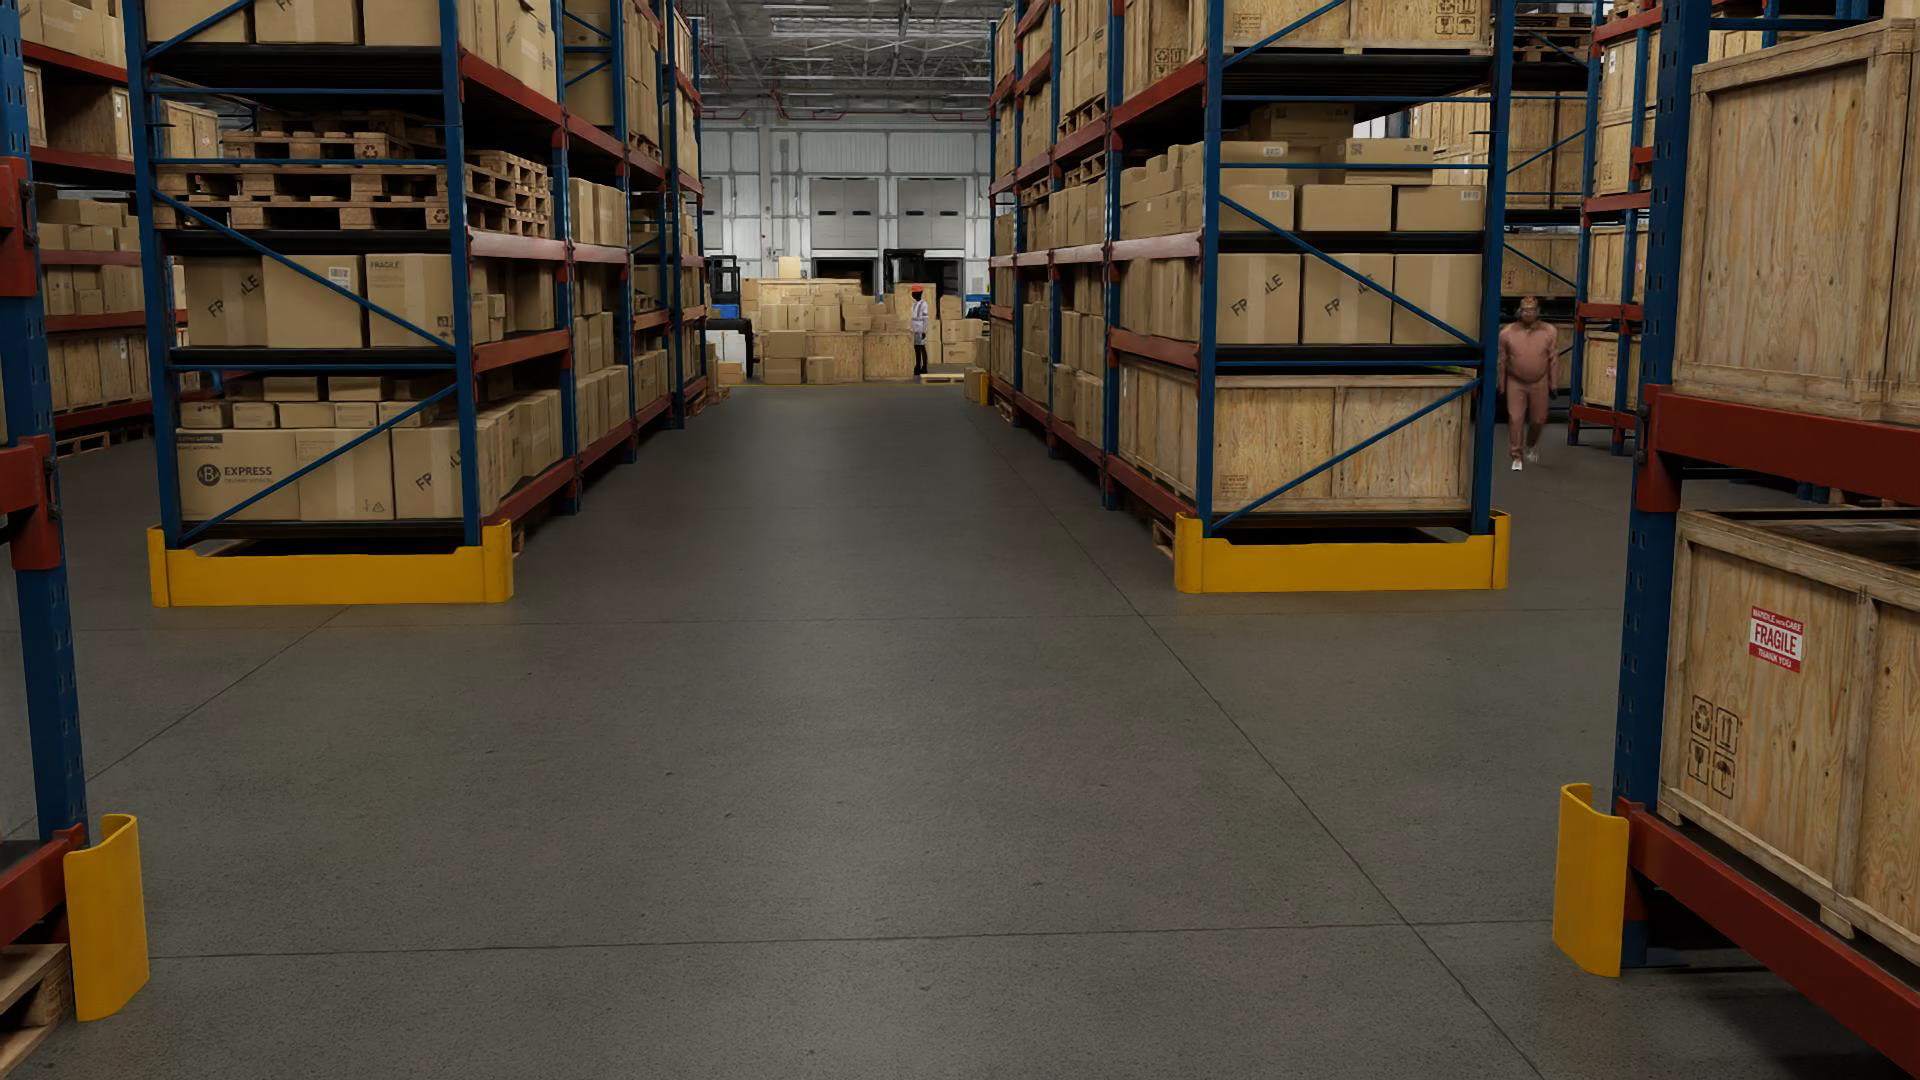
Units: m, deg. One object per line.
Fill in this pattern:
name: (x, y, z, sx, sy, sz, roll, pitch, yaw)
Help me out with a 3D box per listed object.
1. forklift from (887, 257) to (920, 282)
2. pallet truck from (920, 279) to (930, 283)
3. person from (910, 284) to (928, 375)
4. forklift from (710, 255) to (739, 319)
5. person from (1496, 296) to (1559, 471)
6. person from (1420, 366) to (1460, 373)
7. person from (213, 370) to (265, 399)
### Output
forklift: (-1.517, -6.422, 44.653, 1.129, 2.768, 1.873, -1, 9, -4)
pallet truck: (-0.932, -8.922, 63.114, 1.885, 1.965, 0.823, 2, 9, 13)
person: (-0.887, -4.457, 35.268, 0.379, 1.937, 0.547, -5, 10, -30)
forklift: (-8.368, -8.713, 59.038, 1.129, 2.768, 1.873, -1, 9, -4)
person: (6.151, -1.697, 18.071, 0.656, 1.898, 0.521, 2, 9, 12)
person: (4.283, -1.113, 15.022, 0.319, 1.695, 0.539, -7, 11, -36)
person: (-7.782, -1.656, 18.059, 0.631, 1.824, 0.777, 0, 9, 0)
